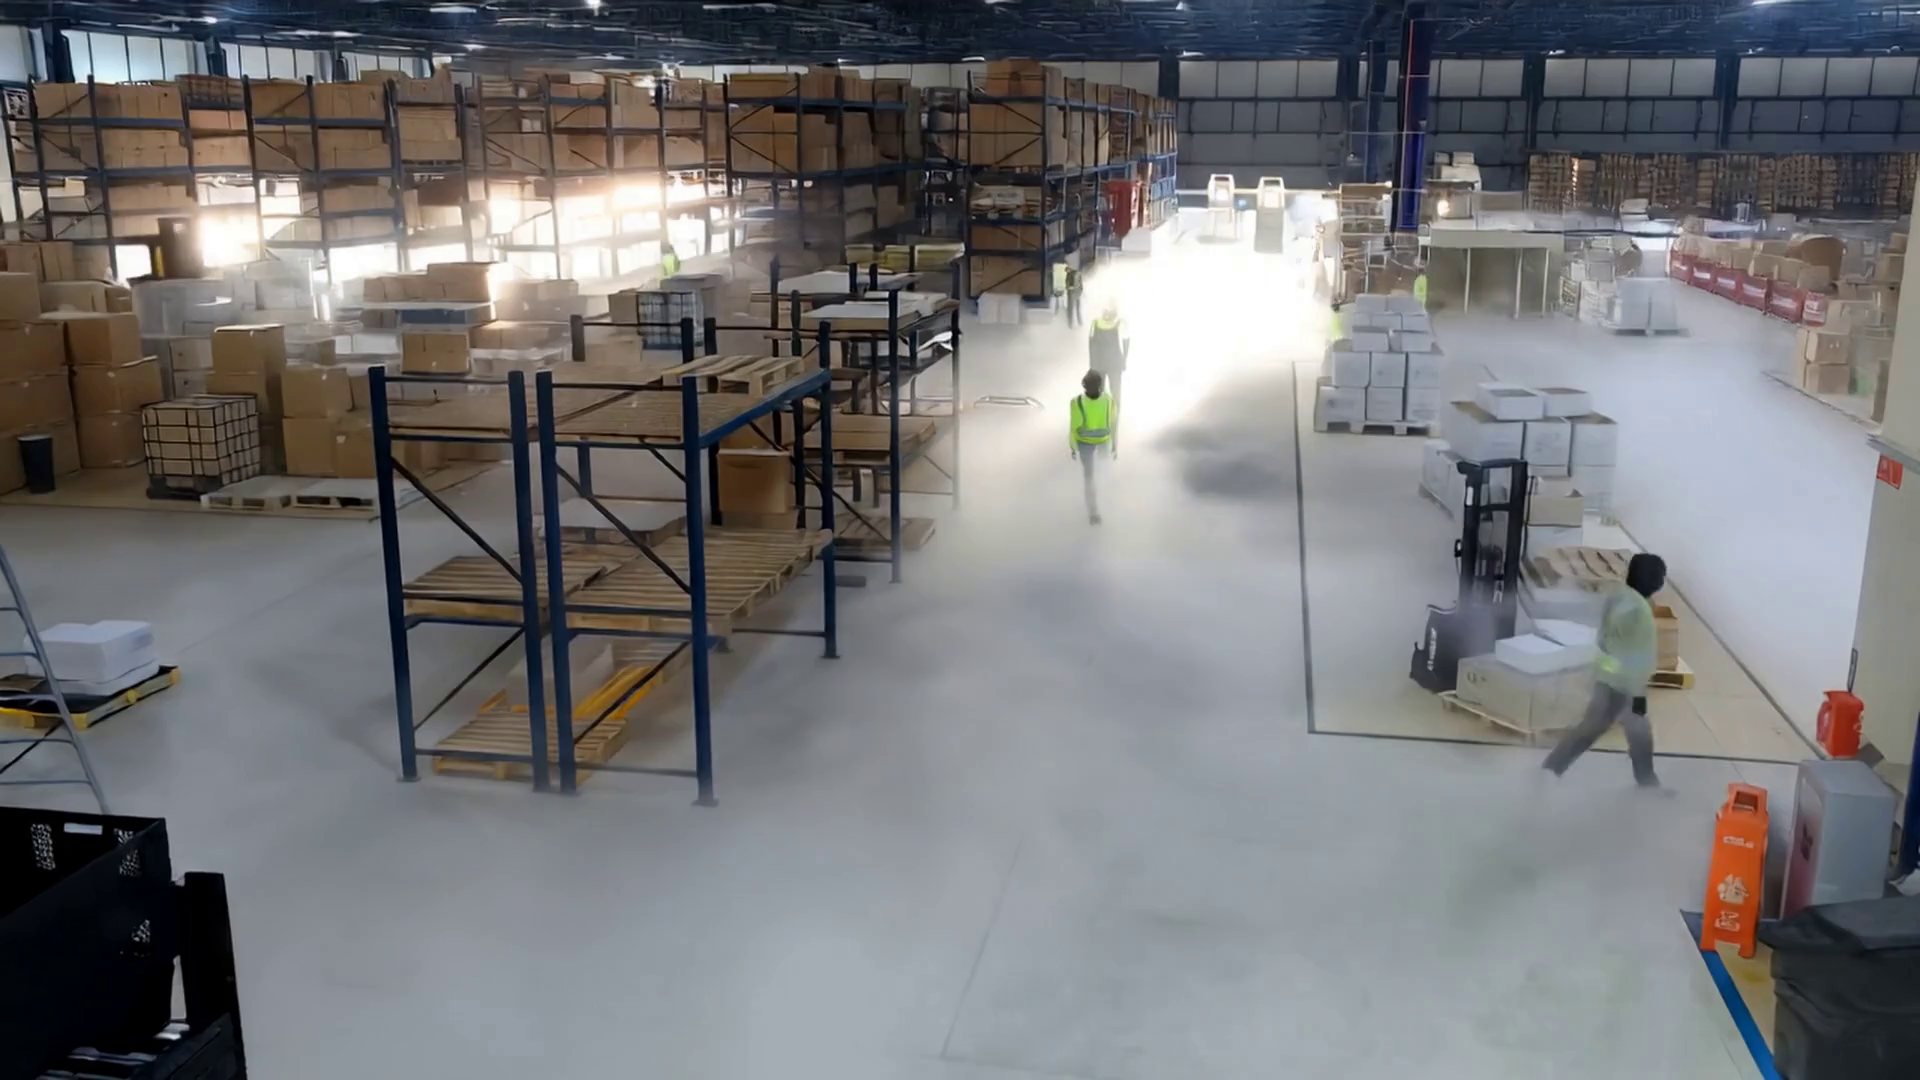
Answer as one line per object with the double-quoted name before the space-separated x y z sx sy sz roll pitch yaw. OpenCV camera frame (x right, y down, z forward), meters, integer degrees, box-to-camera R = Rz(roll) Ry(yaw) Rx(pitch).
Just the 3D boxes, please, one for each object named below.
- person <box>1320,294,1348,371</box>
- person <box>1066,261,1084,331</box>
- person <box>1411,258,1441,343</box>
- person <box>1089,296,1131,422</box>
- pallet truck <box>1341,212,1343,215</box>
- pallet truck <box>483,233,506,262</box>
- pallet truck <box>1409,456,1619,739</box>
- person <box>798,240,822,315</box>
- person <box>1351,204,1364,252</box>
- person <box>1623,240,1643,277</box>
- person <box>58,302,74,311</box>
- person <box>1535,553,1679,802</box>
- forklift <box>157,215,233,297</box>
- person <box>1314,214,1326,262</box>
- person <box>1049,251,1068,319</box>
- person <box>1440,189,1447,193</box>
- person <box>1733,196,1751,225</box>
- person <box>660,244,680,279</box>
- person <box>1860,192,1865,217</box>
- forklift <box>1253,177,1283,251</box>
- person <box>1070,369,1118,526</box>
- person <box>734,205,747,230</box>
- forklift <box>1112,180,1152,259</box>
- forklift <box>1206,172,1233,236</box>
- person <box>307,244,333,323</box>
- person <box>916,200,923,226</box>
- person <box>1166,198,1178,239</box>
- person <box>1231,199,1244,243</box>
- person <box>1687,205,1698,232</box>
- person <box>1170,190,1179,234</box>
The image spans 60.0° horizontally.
"person" 6.469 -3.349 28.912 0.602 1.850 0.563 -5 15 -19
"person" 2.699 -5.730 39.028 0.311 1.636 0.521 -11 18 -38
"person" 10.081 -5.199 36.322 0.866 1.913 0.550 1 14 2
"person" 2.363 -2.908 26.738 0.688 2.000 0.536 7 15 25
"pallet truck" 15.874 -13.227 70.310 0.680 1.201 1.601 10 17 35
"pallet truck" -11.832 -7.026 43.548 1.885 1.965 0.823 8 16 28
"pallet truck" 4.504 0.400 13.395 0.823 1.965 1.885 -6 15 -23
"person" -3.705 -6.392 41.014 0.608 1.985 0.411 -5 15 -18
"person" 14.981 -11.866 63.429 0.979 1.872 0.680 0 14 0
"person" 18.780 -7.552 46.437 0.527 1.618 0.395 2 14 6
"person" -14.223 -2.842 26.698 0.409 1.929 0.667 -5 15 -19
"person" 4.553 0.949 11.596 0.946 1.800 0.634 5 15 19
"forklift" -16.641 -5.540 35.697 1.873 2.768 1.129 3 14 10
"person" 12.852 -10.765 59.343 0.538 1.695 0.319 -11 18 -38
"person" 2.438 -6.345 41.398 0.530 1.697 0.321 10 17 35
"person" 23.562 -16.254 81.388 0.405 1.819 0.593 8 16 30
"person" 33.148 -13.602 70.446 0.741 1.905 0.388 7 15 25
"person" -7.414 -6.713 42.753 0.636 1.770 0.970 6 15 24
"person" 42.812 -15.667 78.960 0.505 1.835 0.584 10 17 35
"forklift" 12.083 -12.747 64.956 1.129 2.768 1.873 3 14 10
"person" 1.583 -1.155 20.041 0.573 1.849 0.919 -3 14 -13
"person" -8.993 -12.935 68.309 0.513 1.614 0.427 3 14 13
"forklift" 6.082 -11.722 60.796 1.873 2.768 1.129 2 14 9
"forklift" 11.433 -14.715 72.946 1.129 2.768 1.873 3 14 10
"person" -15.638 -6.279 40.700 0.587 1.911 0.397 -7 16 -27
"person" -1.996 -16.494 82.118 0.551 1.932 0.378 -4 14 -15
"person" 9.225 -13.977 72.306 0.522 1.738 0.831 3 14 11
"person" 11.600 -13.372 69.682 0.404 1.826 0.592 -10 17 -35
"person" 28.956 -12.384 65.801 0.387 1.750 0.540 -1 14 -3
"person" 9.761 -14.973 75.851 0.413 1.983 0.608 -2 14 -10
